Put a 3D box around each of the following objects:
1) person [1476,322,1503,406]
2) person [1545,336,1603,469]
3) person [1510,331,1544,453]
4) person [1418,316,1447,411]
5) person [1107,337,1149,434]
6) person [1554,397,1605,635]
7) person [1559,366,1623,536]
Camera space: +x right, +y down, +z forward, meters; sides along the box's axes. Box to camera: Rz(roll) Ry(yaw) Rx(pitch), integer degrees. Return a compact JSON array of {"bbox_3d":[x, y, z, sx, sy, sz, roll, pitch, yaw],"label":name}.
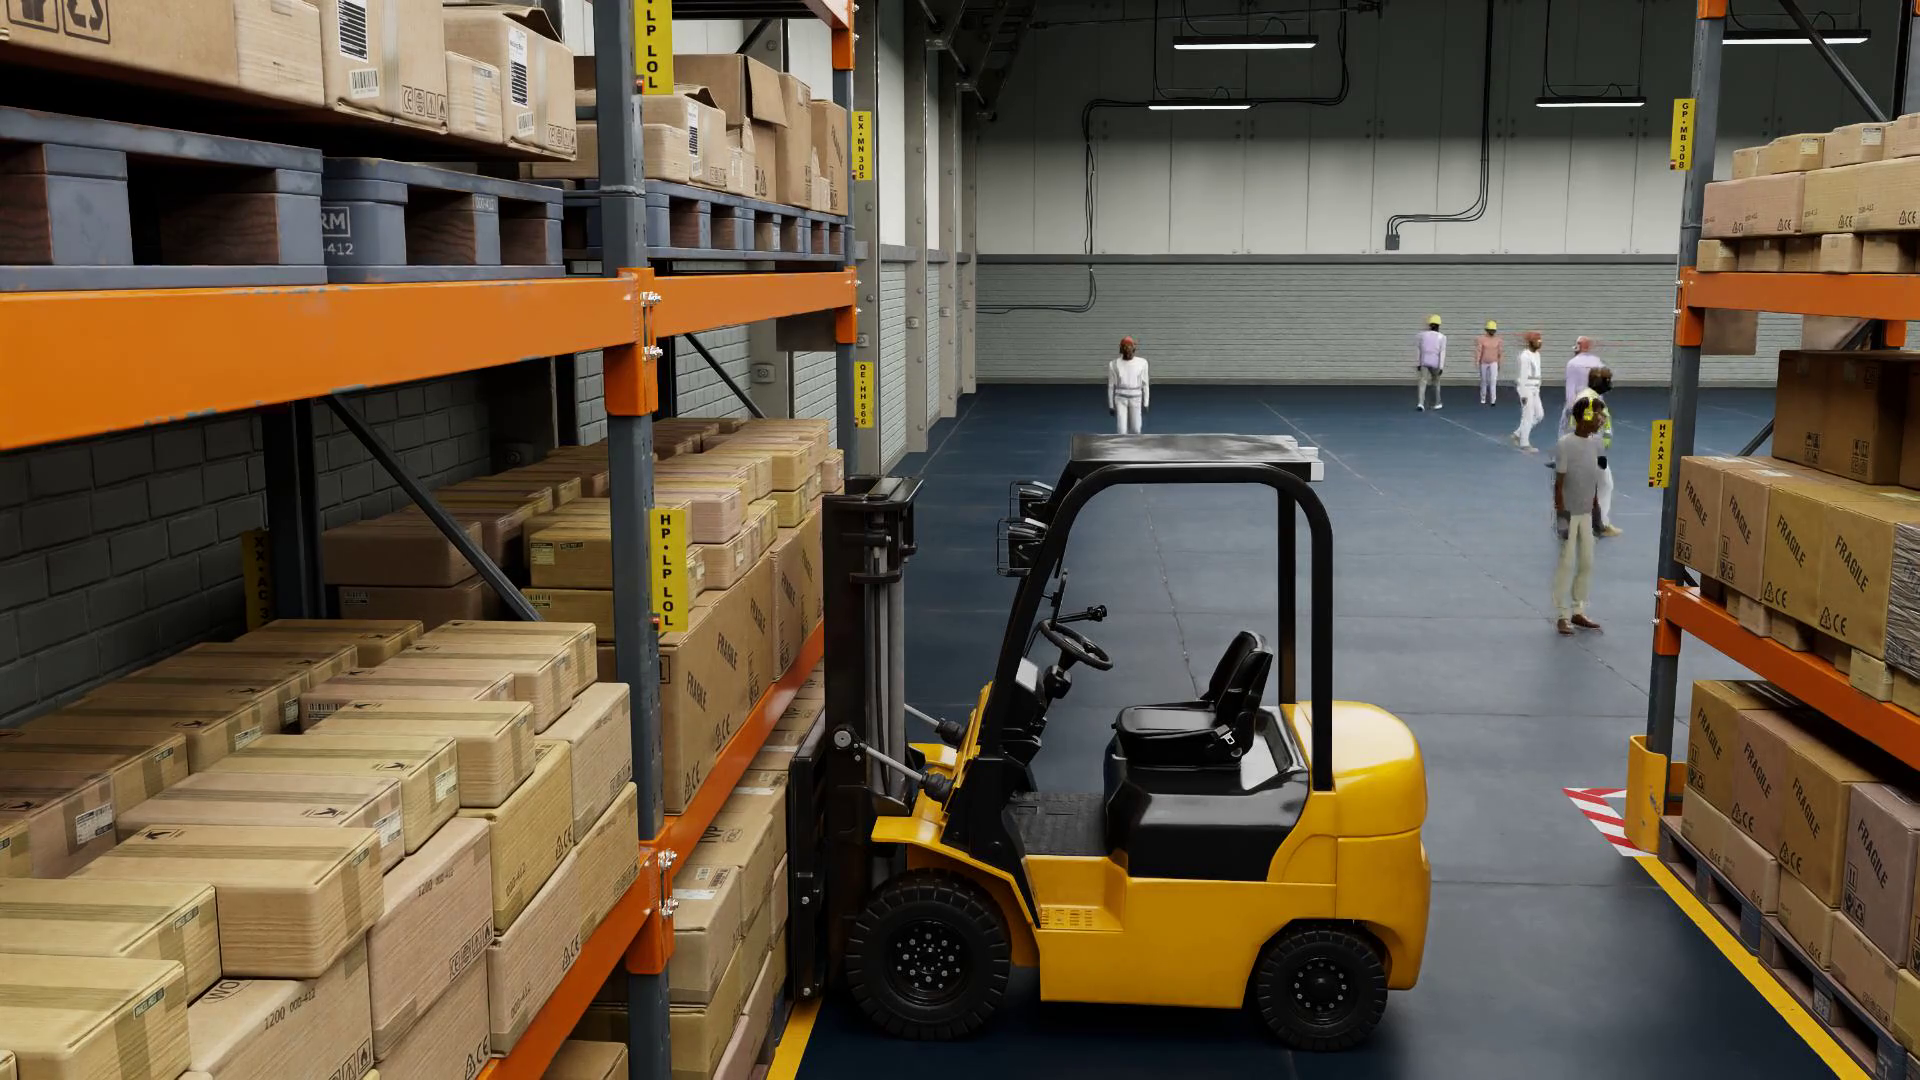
[{"bbox_3d":[10.909,-3.642,34.306,0.533,1.715,0.930,2,10,14],"label":"person"},{"bbox_3d":[8.627,-1.908,23.304,0.675,1.872,0.847,-5,10,-26],"label":"person"},{"bbox_3d":[8.753,-2.269,25.513,0.414,1.866,0.609,7,12,37],"label":"person"},{"bbox_3d":[9.327,-3.501,32.954,0.602,1.885,0.978,6,11,32],"label":"person"},{"bbox_3d":[2.381,-1.956,23.622,0.591,1.865,0.551,0,9,2],"label":"person"},{"bbox_3d":[4.806,-0.185,12.976,0.567,1.846,0.365,-6,11,-31],"label":"person"},{"bbox_3d":[6.693,-0.904,17.421,0.746,1.817,0.649,5,11,27],"label":"person"}]
